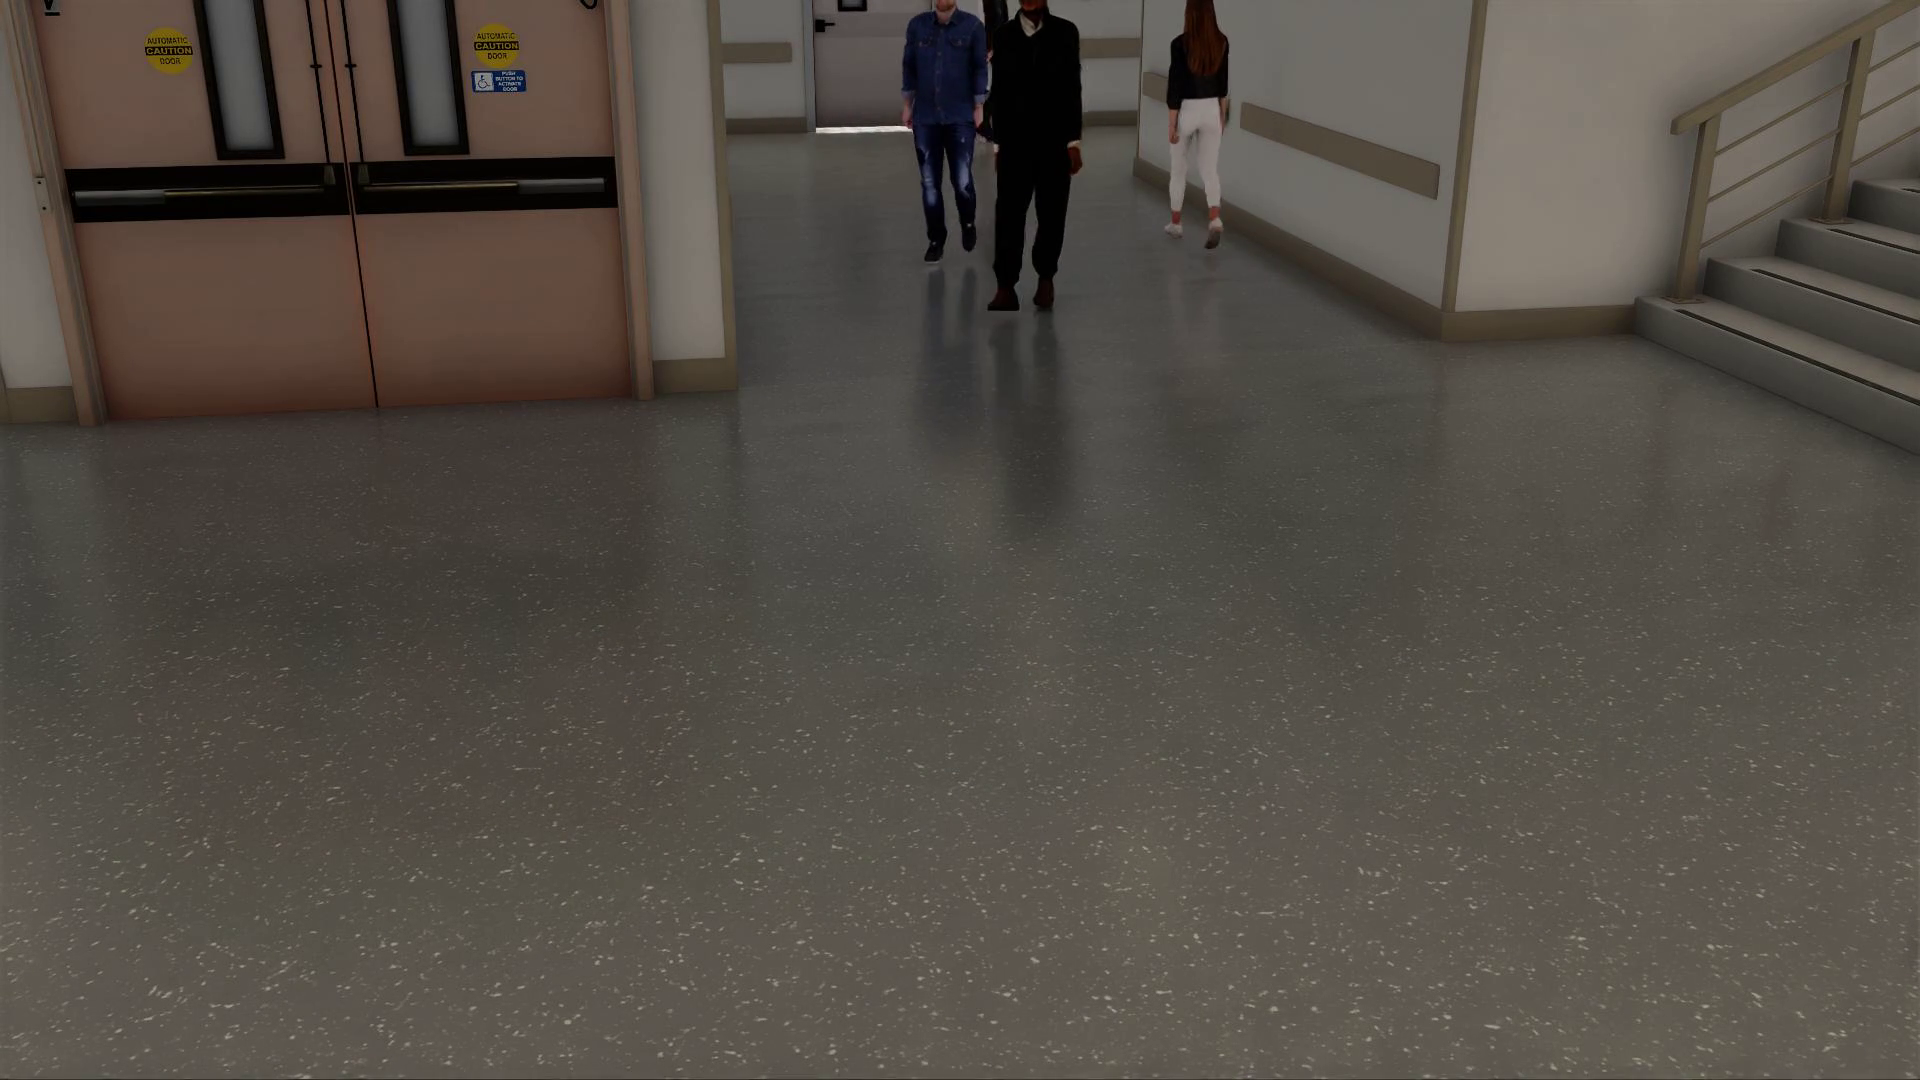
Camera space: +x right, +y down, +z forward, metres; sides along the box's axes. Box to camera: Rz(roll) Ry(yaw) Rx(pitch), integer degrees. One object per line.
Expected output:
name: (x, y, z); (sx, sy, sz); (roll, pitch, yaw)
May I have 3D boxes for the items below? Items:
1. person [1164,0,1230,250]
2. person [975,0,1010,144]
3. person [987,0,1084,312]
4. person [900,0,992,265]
person: (1.619, -2.790, 11.132); (1.034, 1.673, 0.681); (-3, 21, -7)
person: (0.225, -4.823, 16.207); (0.691, 1.880, 0.710); (-2, 21, -6)
person: (0.454, -2.253, 9.425); (1.113, 1.878, 1.020); (4, 21, 9)
person: (-0.092, -2.715, 10.740); (0.801, 1.812, 0.913); (5, 21, 13)
